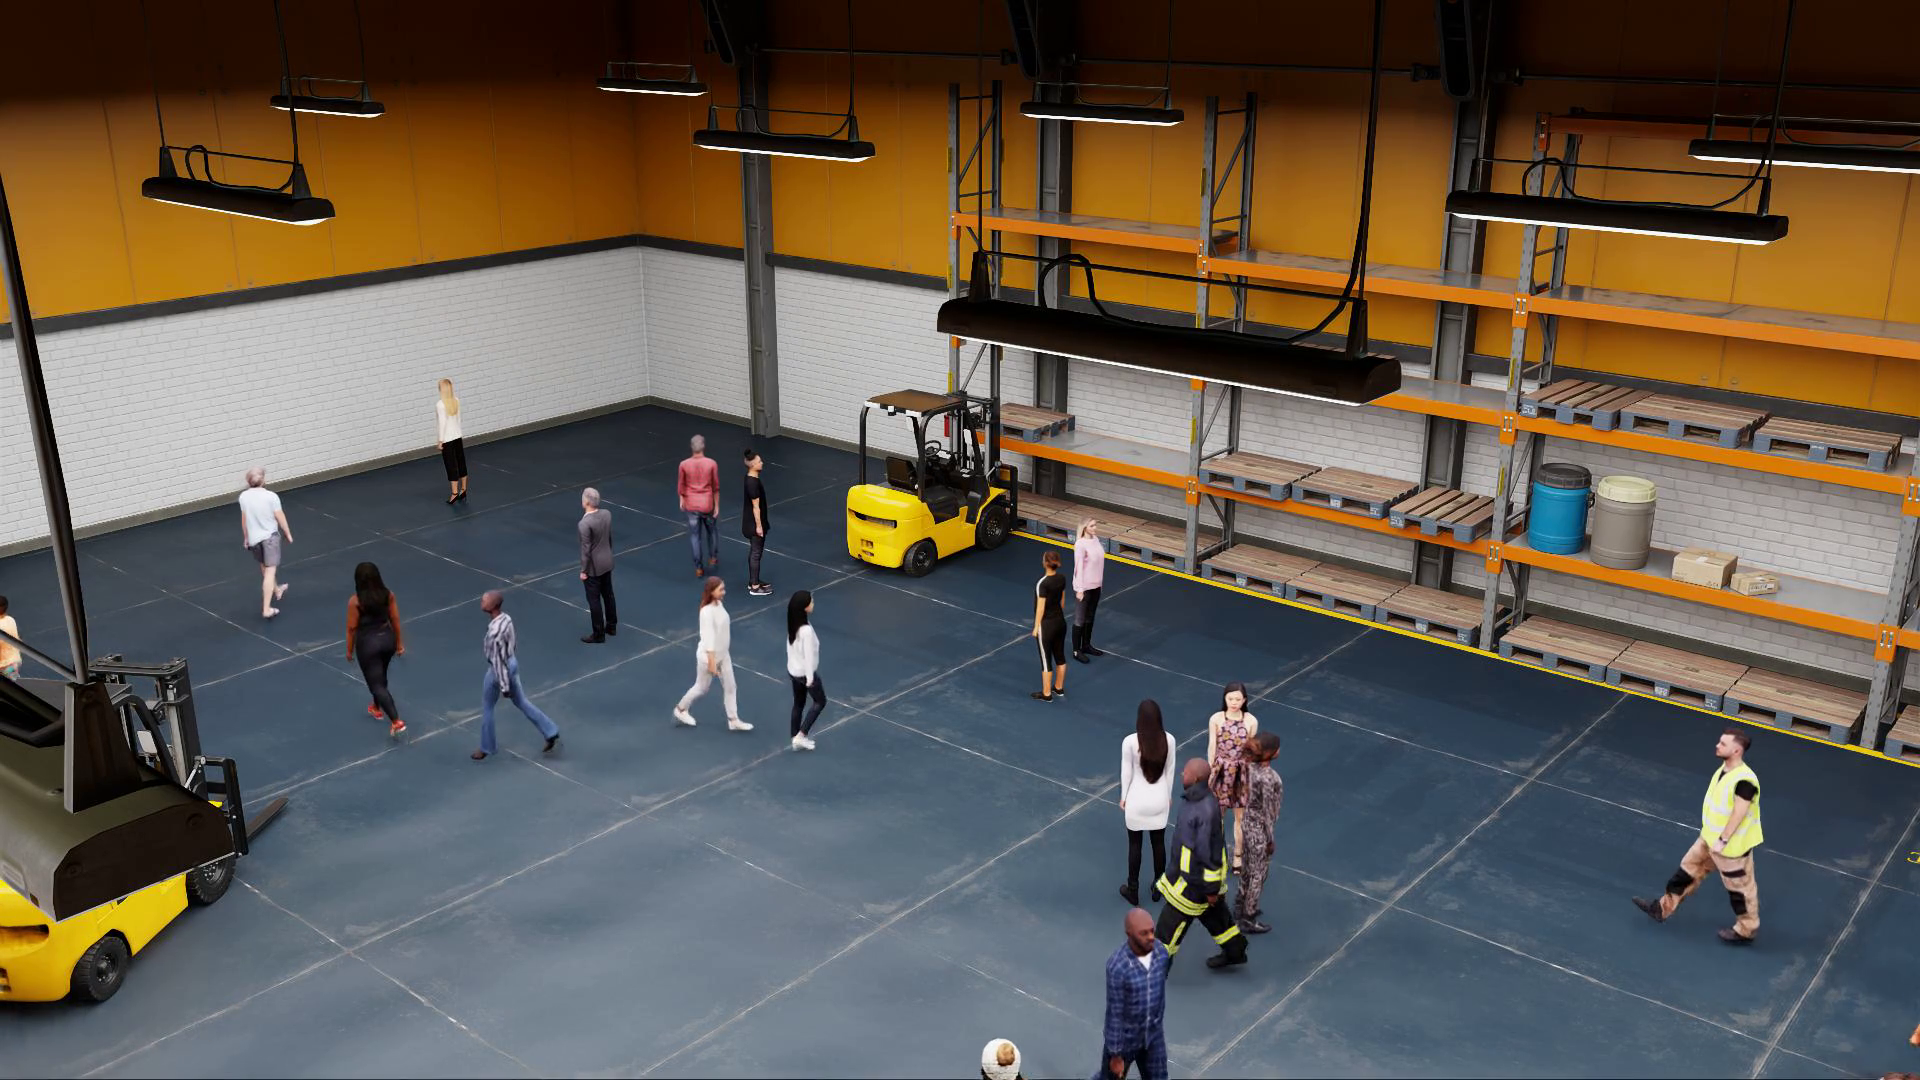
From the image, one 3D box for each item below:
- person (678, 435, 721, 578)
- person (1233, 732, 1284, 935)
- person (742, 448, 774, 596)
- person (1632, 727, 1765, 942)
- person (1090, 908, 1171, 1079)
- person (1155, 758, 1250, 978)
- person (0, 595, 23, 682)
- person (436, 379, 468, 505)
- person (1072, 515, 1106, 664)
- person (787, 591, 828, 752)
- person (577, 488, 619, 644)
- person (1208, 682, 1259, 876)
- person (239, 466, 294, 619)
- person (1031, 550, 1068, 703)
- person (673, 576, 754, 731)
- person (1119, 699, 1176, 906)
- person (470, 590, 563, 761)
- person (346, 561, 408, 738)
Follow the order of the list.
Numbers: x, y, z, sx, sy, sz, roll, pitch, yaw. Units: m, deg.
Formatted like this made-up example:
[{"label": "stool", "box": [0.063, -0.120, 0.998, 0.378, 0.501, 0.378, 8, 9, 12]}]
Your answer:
[{"label": "person", "box": [-3.329, -0.409, 21.241, 1.009, 1.806, 1.085, -3, 19, -9]}, {"label": "person", "box": [2.378, 2.319, 13.288, 0.726, 1.712, 0.665, -2, 19, -5]}, {"label": "person", "box": [-2.545, -0.254, 20.688, 0.837, 1.865, 0.745, -4, 19, -12]}, {"label": "person", "box": [6.097, 2.354, 13.059, 1.263, 1.792, 1.129, 1, 19, 3]}, {"label": "person", "box": [1.055, 3.147, 10.726, 0.928, 1.778, 1.258, -11, 22, -30]}, {"label": "person", "box": [1.897, 2.503, 12.640, 1.293, 1.777, 1.204, -1, 19, -3]}, {"label": "person", "box": [-9.575, 1.259, 16.859, 0.972, 1.441, 0.953, -3, 19, -10]}, {"label": "person", "box": [-7.415, -1.440, 24.220, 0.622, 1.858, 0.667, 8, 20, 22]}, {"label": "person", "box": [1.420, 0.520, 18.668, 0.541, 1.688, 0.605, 13, 23, 35]}, {"label": "person", "box": [-1.618, 1.311, 16.318, 0.747, 1.688, 0.615, -13, 23, -34]}, {"label": "person", "box": [-4.189, 0.272, 19.161, 0.711, 1.842, 0.780, 8, 20, 23]}, {"label": "person", "box": [2.299, 2.017, 14.087, 0.775, 1.774, 0.855, 2, 19, 6]}, {"label": "person", "box": [-8.352, 0.056, 19.892, 1.157, 1.786, 1.100, 2, 19, 6]}, {"label": "person", "box": [0.966, 0.890, 17.598, 0.535, 1.669, 0.589, 17, 25, 41]}, {"label": "person", "box": [-2.576, 1.164, 16.809, 1.163, 1.653, 0.912, 5, 19, 15]}, {"label": "person", "box": [1.529, 2.144, 13.655, 0.688, 1.809, 0.730, -3, 19, -10]}, {"label": "person", "box": [-4.332, 1.329, 16.159, 1.184, 1.755, 1.067, 0, 19, 1]}, {"label": "person", "box": [-5.842, 1.129, 16.726, 1.221, 1.773, 0.736, 18, 25, 42]}]
